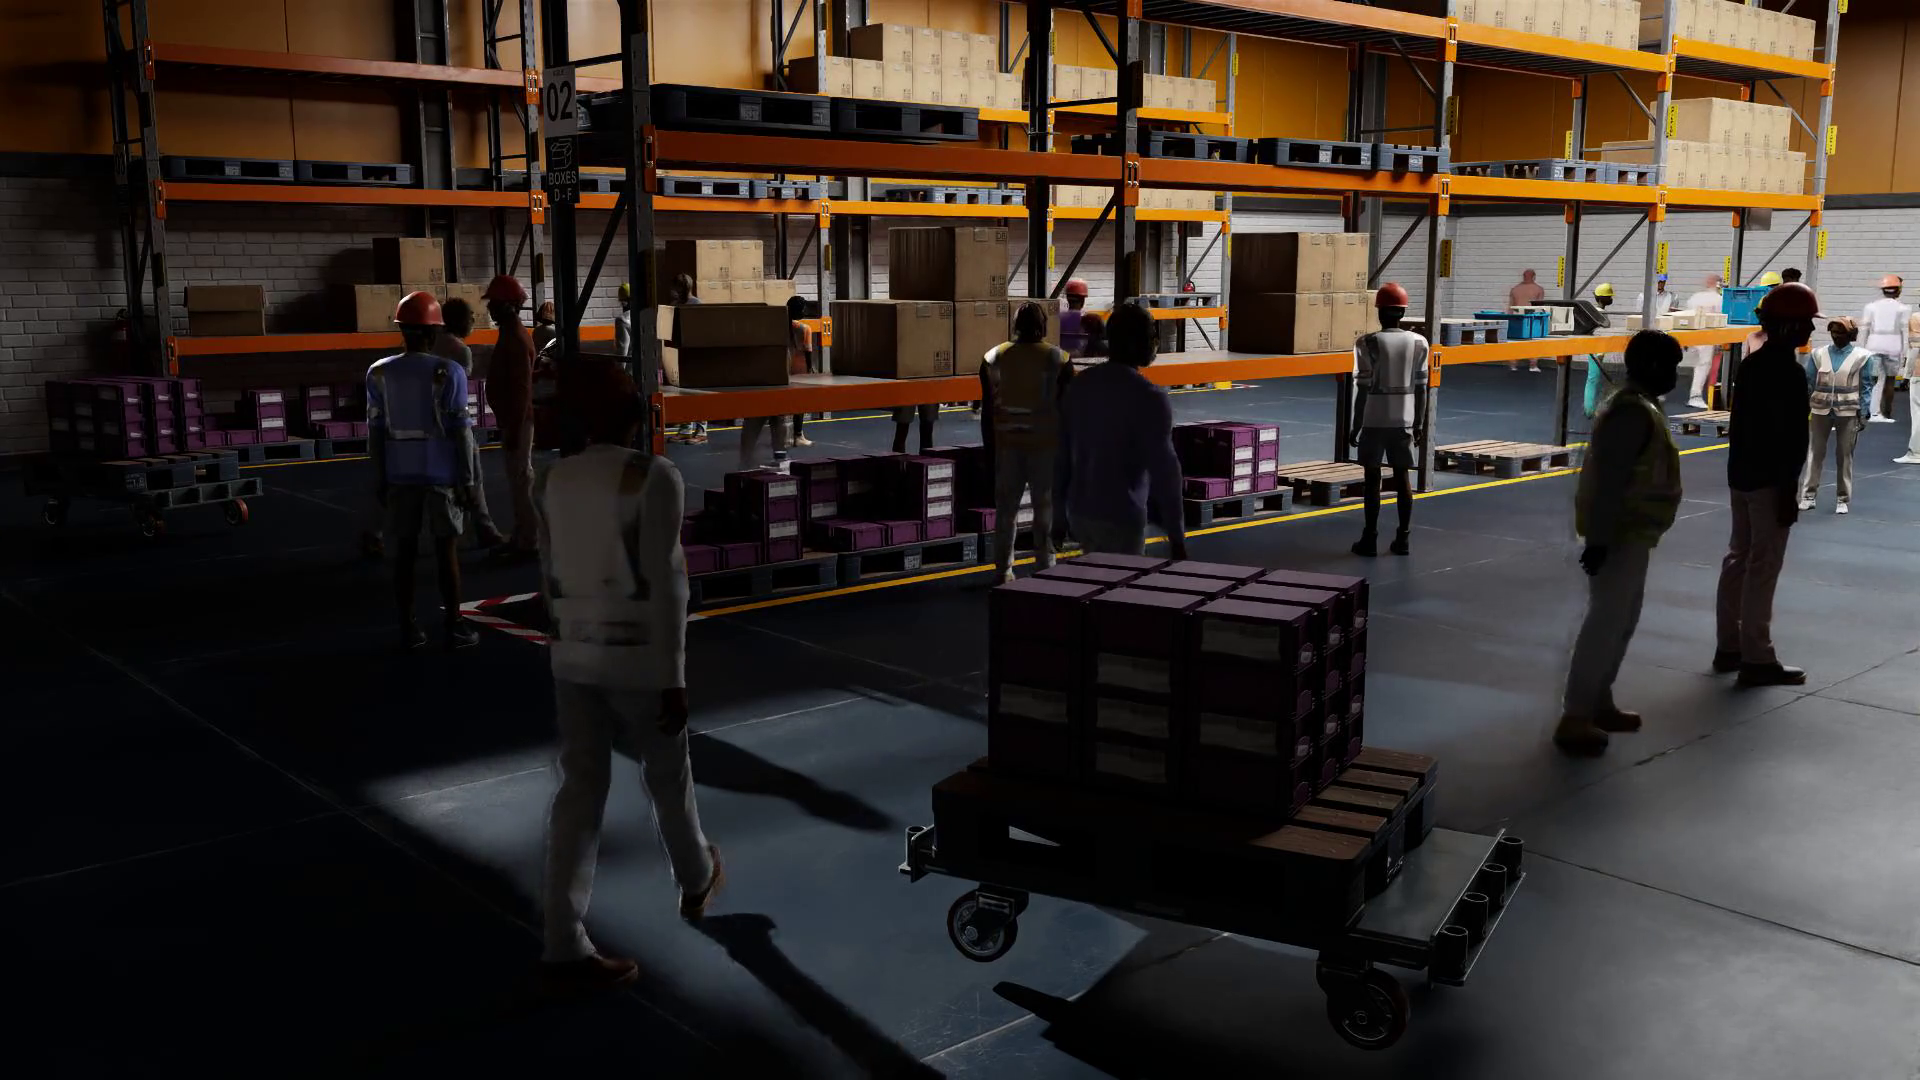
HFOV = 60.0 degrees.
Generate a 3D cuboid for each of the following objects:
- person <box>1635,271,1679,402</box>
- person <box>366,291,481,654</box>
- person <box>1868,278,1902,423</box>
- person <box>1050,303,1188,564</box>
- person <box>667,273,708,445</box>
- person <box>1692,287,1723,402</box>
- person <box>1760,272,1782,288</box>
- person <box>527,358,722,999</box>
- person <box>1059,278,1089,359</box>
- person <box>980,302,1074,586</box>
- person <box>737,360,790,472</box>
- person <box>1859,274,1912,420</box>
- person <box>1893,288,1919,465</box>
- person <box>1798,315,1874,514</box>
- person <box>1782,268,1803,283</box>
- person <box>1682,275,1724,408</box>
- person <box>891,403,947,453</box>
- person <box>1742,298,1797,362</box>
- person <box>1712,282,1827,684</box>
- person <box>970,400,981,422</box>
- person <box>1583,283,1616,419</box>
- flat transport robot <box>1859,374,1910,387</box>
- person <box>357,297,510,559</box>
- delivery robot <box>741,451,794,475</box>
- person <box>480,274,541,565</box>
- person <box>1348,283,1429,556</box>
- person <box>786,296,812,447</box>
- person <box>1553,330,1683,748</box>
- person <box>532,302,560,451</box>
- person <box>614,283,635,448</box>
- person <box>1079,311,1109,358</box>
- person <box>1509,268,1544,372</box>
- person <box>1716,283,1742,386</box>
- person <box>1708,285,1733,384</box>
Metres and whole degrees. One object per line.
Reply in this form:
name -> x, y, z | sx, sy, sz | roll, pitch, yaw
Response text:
person -> 10.128, -2.974, 24.219 | 0.614, 1.947, 0.388 | 1, 10, 8
person -> -2.863, -0.353, 8.911 | 0.552, 1.935, 0.370 | 0, 10, 2
person -> 11.851, -2.443, 21.350 | 0.309, 1.868, 0.535 | 2, 10, 11
person -> 0.743, -0.075, 7.343 | 0.895, 1.909, 0.665 | -7, 12, -34
person -> -3.070, -2.041, 18.798 | 0.371, 1.936, 0.629 | -9, 13, -44
person -> 10.939, -2.878, 24.253 | 0.526, 1.752, 0.515 | 2, 10, 10
person -> 10.240, -2.421, 21.060 | 0.588, 1.923, 0.383 | -7, 12, -36
person -> -0.985, 0.374, 4.990 | 0.649, 1.818, 0.960 | 4, 11, 24
person -> 1.165, -1.677, 16.795 | 0.549, 1.895, 0.949 | 3, 10, 17
person -> 0.443, -0.592, 10.617 | 0.628, 1.837, 0.429 | 3, 10, 18
person -> -1.696, -1.071, 14.082 | 0.514, 1.591, 0.844 | 4, 10, 21
person -> 11.726, -2.421, 21.133 | 0.578, 1.904, 0.765 | 8, 12, 39
person -> 9.869, -1.725, 16.961 | 0.592, 1.929, 0.354 | -3, 10, -15
person -> 7.249, -1.036, 13.783 | 0.512, 1.639, 0.311 | 8, 13, 39
person -> 11.680, -2.878, 23.623 | 0.380, 1.959, 0.608 | 2, 10, 9
person -> 10.511, -2.796, 23.445 | 0.680, 1.860, 0.745 | -3, 10, -17
person -> -0.380, -1.373, 14.572 | 0.614, 2.042, 0.373 | -4, 10, -20
person -> 7.391, -1.356, 15.282 | 0.315, 1.767, 0.535 | -5, 11, -29
person -> 4.075, -0.290, 8.370 | 0.395, 1.994, 0.612 | 0, 10, 3
person -> 0.448, -2.308, 21.195 | 0.699, 1.647, 0.582 | 3, 10, 19
person -> 8.355, -2.458, 21.733 | 0.316, 1.769, 0.523 | 3, 10, 18
flat transport robot -> 14.733, -2.541, 26.591 | 1.431, 0.197, 0.652 | -2, 10, -13
person -> -3.766, -0.791, 11.776 | 0.654, 1.857, 1.162 | 8, 13, 40
delivery robot -> -1.439, -0.471, 13.366 | 0.477, 0.478, 0.707 | 8, 13, 40
person -> -3.103, -0.832, 11.538 | 0.375, 1.997, 0.612 | -4, 10, -21
person -> 3.024, -0.849, 11.809 | 0.552, 1.935, 0.360 | -1, 10, -8
person -> -1.847, -1.884, 18.617 | 0.533, 1.687, 0.320 | 7, 12, 37
person -> 2.909, -0.012, 7.318 | 0.464, 1.806, 0.747 | 5, 11, 26
person -> -4.499, -1.788, 18.223 | 0.496, 1.629, 0.277 | 9, 13, 43
person -> -3.633, -1.931, 18.484 | 0.403, 1.822, 0.588 | 5, 11, 28
person -> 1.329, -1.364, 15.782 | 0.719, 1.610, 0.499 | -5, 11, -28
person -> 10.469, -4.053, 30.665 | 0.645, 1.907, 0.403 | 8, 12, 38
person -> 12.604, -3.468, 27.218 | 0.587, 1.914, 0.392 | 3, 10, 18
person -> 12.694, -3.417, 27.718 | 0.308, 1.640, 0.511 | -1, 10, -8
